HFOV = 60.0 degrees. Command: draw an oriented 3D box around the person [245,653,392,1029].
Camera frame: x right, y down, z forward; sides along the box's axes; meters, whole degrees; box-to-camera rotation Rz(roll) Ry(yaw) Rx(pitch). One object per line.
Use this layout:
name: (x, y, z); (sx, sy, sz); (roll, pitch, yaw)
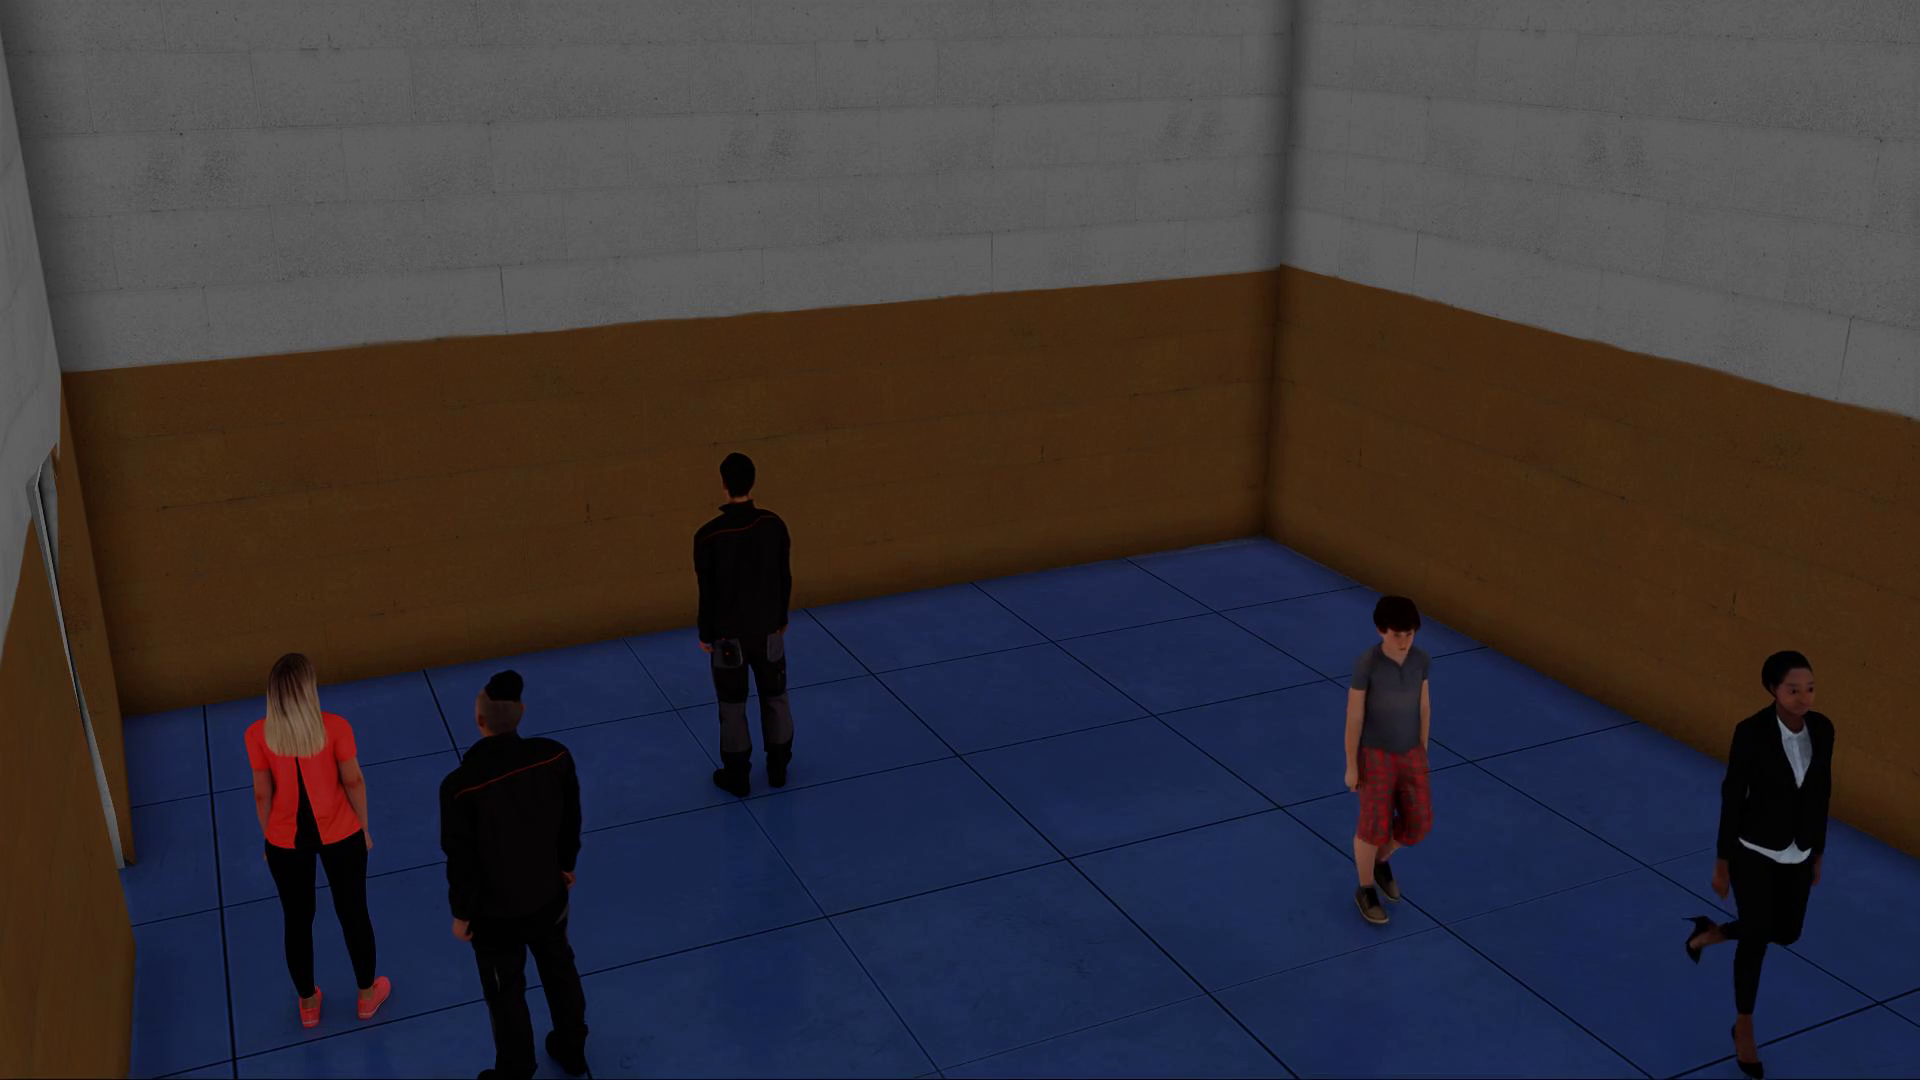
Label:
person: (-2.753, 1.275, 7.091); (0.541, 1.693, 0.704); (-4, 19, -11)

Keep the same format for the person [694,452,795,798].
person: (-1.172, 0.458, 9.119); (0.519, 1.946, 0.757); (-9, 21, -26)

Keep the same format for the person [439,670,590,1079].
person: (-1.743, 1.355, 6.556); (0.898, 1.859, 0.697); (18, 25, 42)

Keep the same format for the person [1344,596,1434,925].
person: (2.004, 1.010, 7.947); (0.667, 1.634, 0.734); (-4, 19, -13)

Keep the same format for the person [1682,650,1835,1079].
person: (3.283, 1.293, 6.850); (0.955, 1.814, 0.852); (-2, 19, -6)
